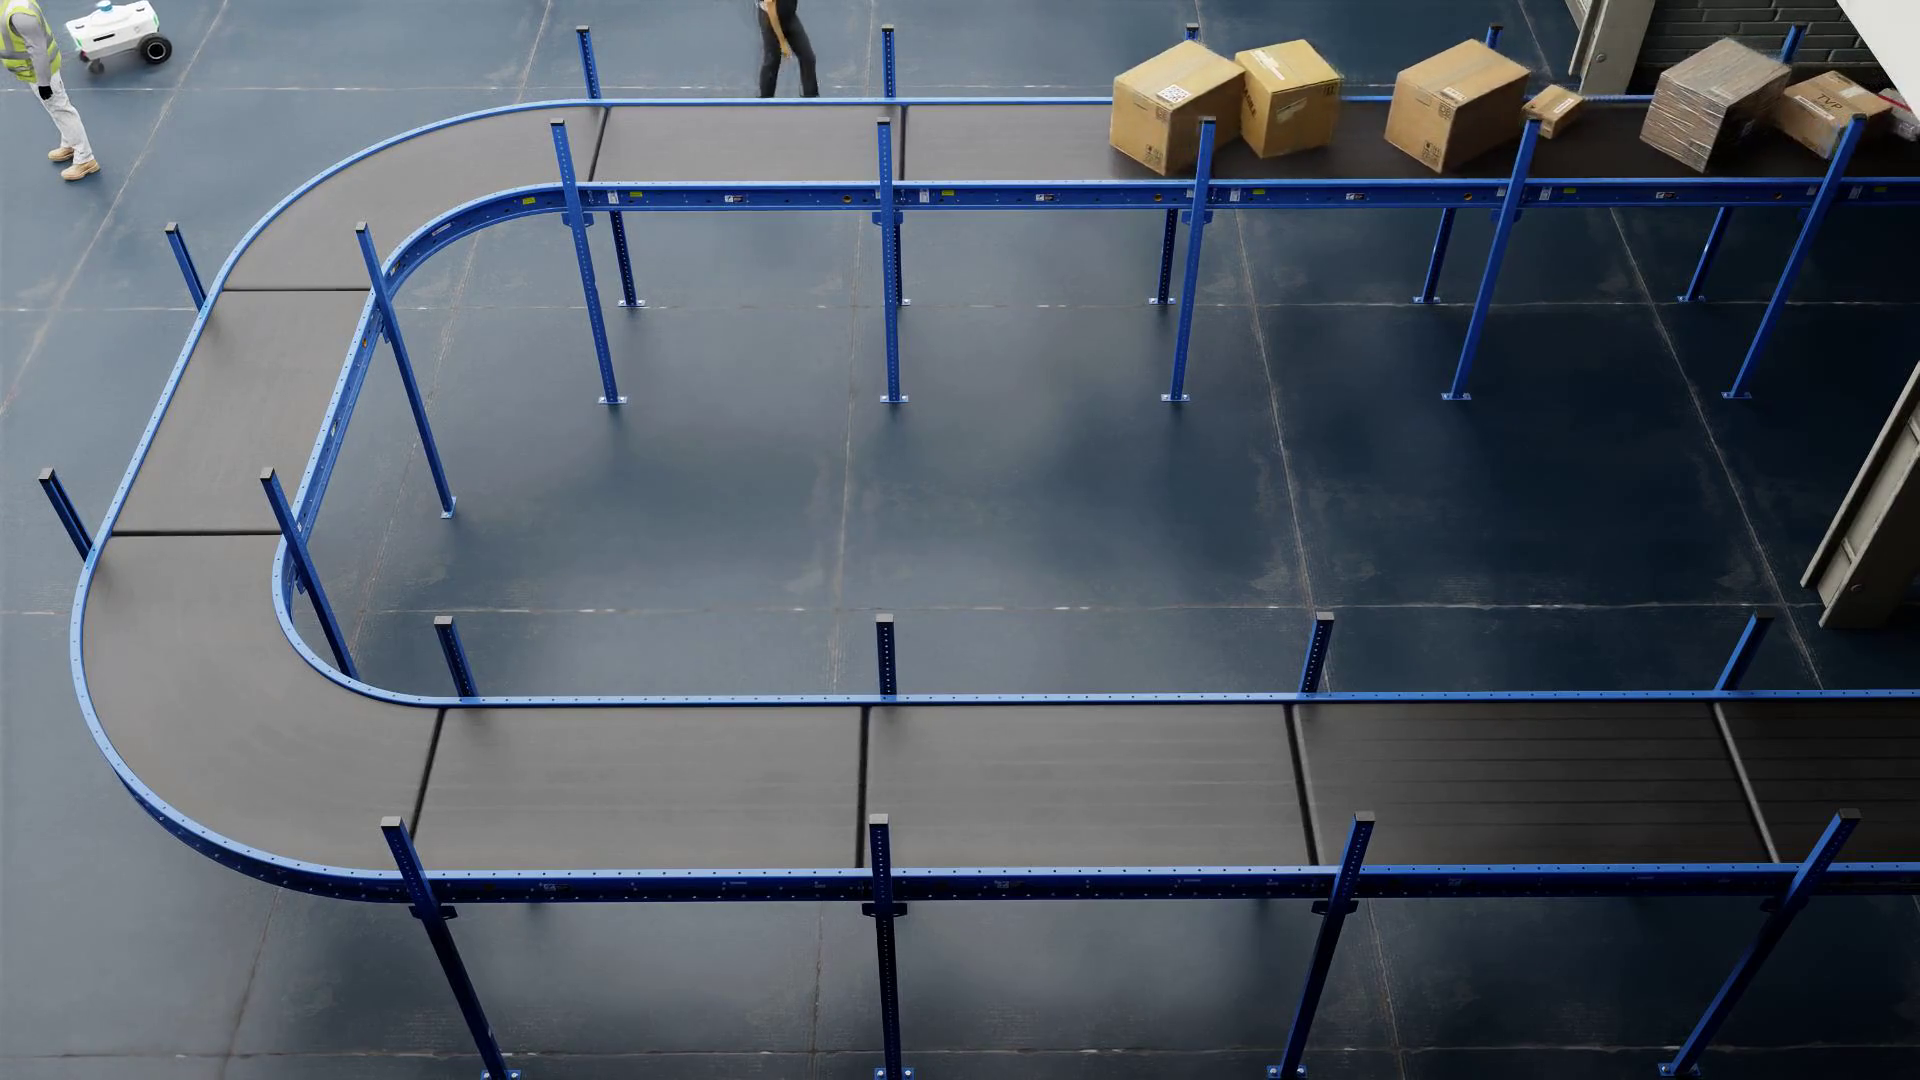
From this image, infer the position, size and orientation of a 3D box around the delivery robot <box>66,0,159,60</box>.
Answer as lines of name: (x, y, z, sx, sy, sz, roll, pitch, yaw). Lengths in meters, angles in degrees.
delivery robot: (-7.398, -4.476, 15.028, 0.707, 0.478, 0.477, -26, 52, -22)

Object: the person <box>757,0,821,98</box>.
person: (-1.361, -4.149, 13.910, 0.802, 1.814, 0.520, 20, 50, 18)

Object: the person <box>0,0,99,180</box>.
person: (-7.264, -3.716, 13.487, 0.429, 1.844, 0.627, -27, 53, -23)
